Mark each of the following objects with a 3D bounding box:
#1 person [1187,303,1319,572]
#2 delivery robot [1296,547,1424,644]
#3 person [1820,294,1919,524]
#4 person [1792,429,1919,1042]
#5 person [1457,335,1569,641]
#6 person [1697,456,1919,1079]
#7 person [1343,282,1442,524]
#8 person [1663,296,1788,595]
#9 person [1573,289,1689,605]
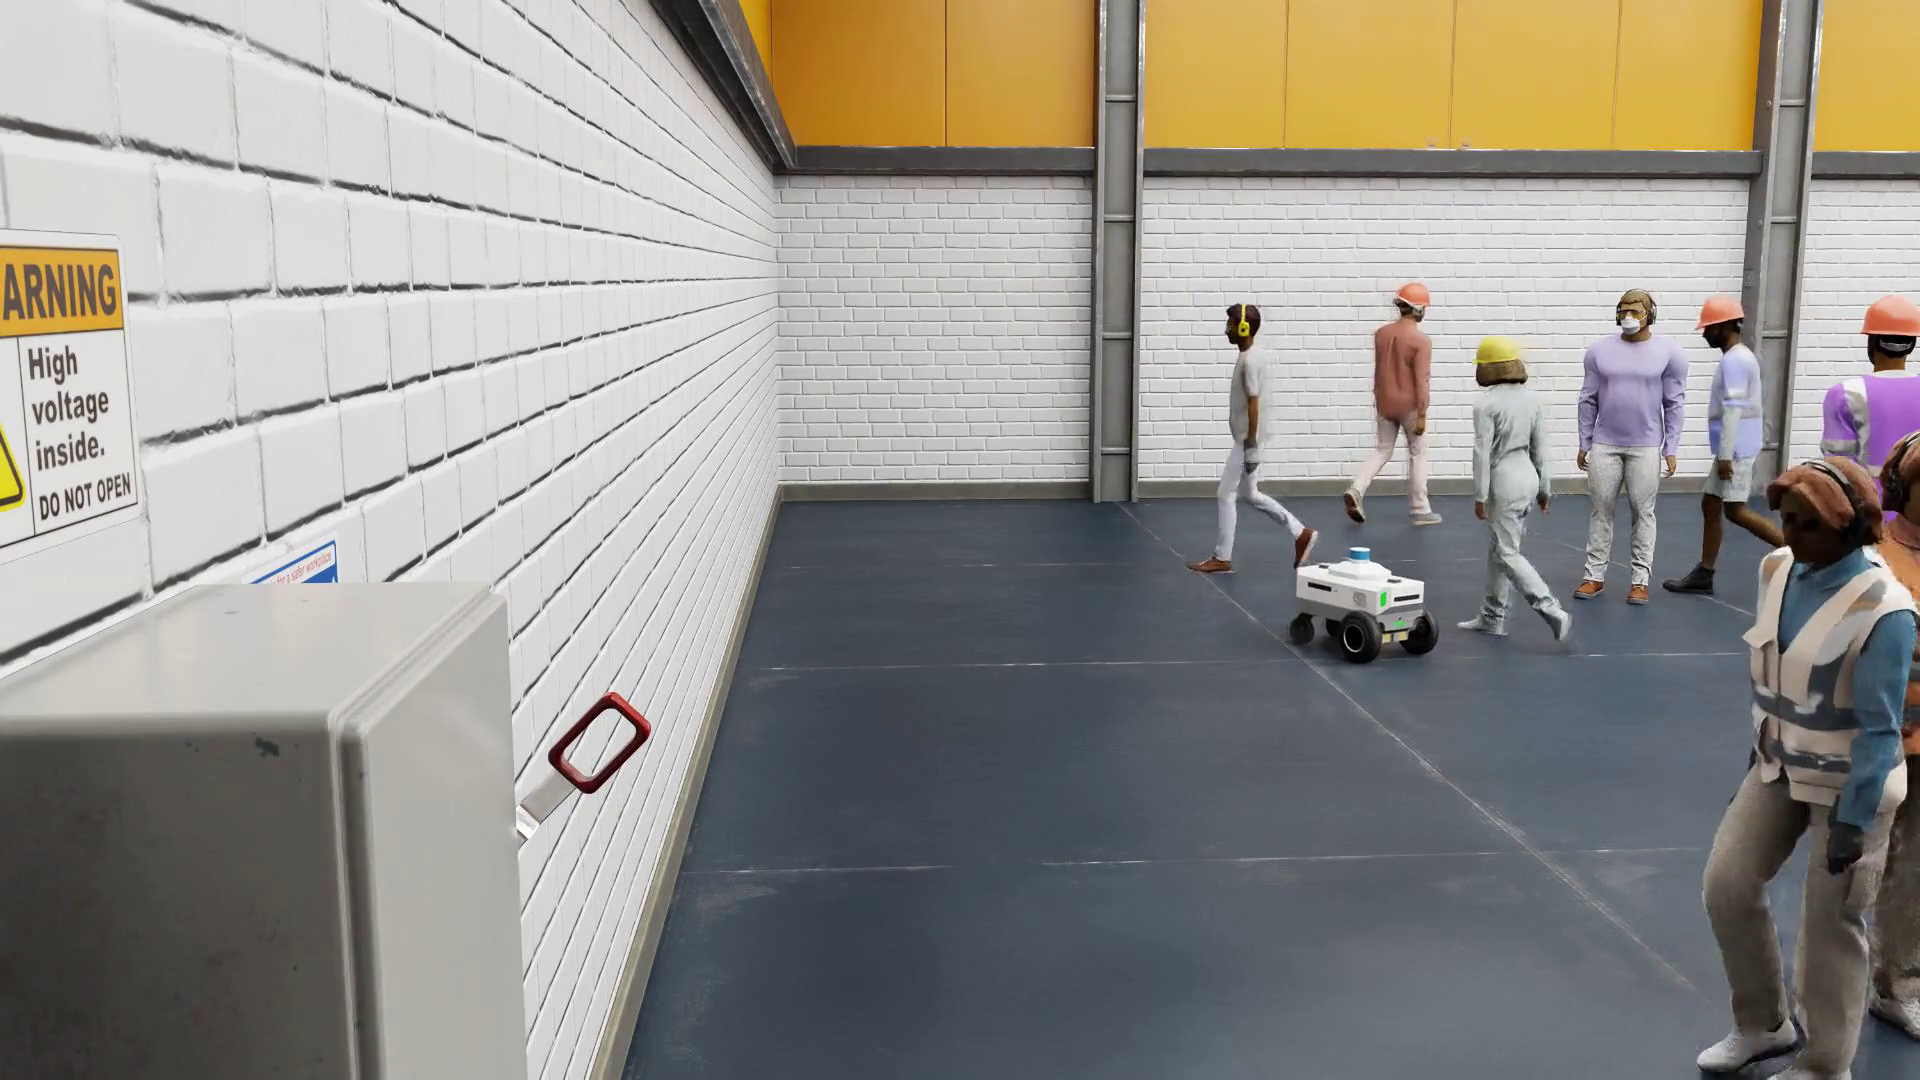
[{"bbox_3d":[1.999,-0.675,11.239,0.804,1.847,0.521,2,9,12],"label":"person"},{"bbox_3d":[2.139,0.284,8.933,0.477,0.478,0.707,-5,11,-30],"label":"delivery robot"},{"bbox_3d":[3.960,-0.080,7.180,0.542,1.939,0.366,1,9,7],"label":"person"},{"bbox_3d":[2.436,0.526,4.314,0.523,1.638,0.311,-1,9,-9],"label":"person"},{"bbox_3d":[3.073,-0.269,9.108,0.519,1.703,0.736,-6,11,-35],"label":"person"},{"bbox_3d":[2.015,0.593,3.956,0.454,1.610,0.571,-2,9,-10],"label":"person"},{"bbox_3d":[3.523,-1.086,13.386,0.768,1.979,0.644,-6,11,-33],"label":"person"},{"bbox_3d":[4.921,-0.563,10.358,0.822,1.897,0.607,4,10,26],"label":"person"},{"bbox_3d":[4.125,-0.573,10.275,0.627,1.940,0.372,6,11,34],"label":"person"}]
